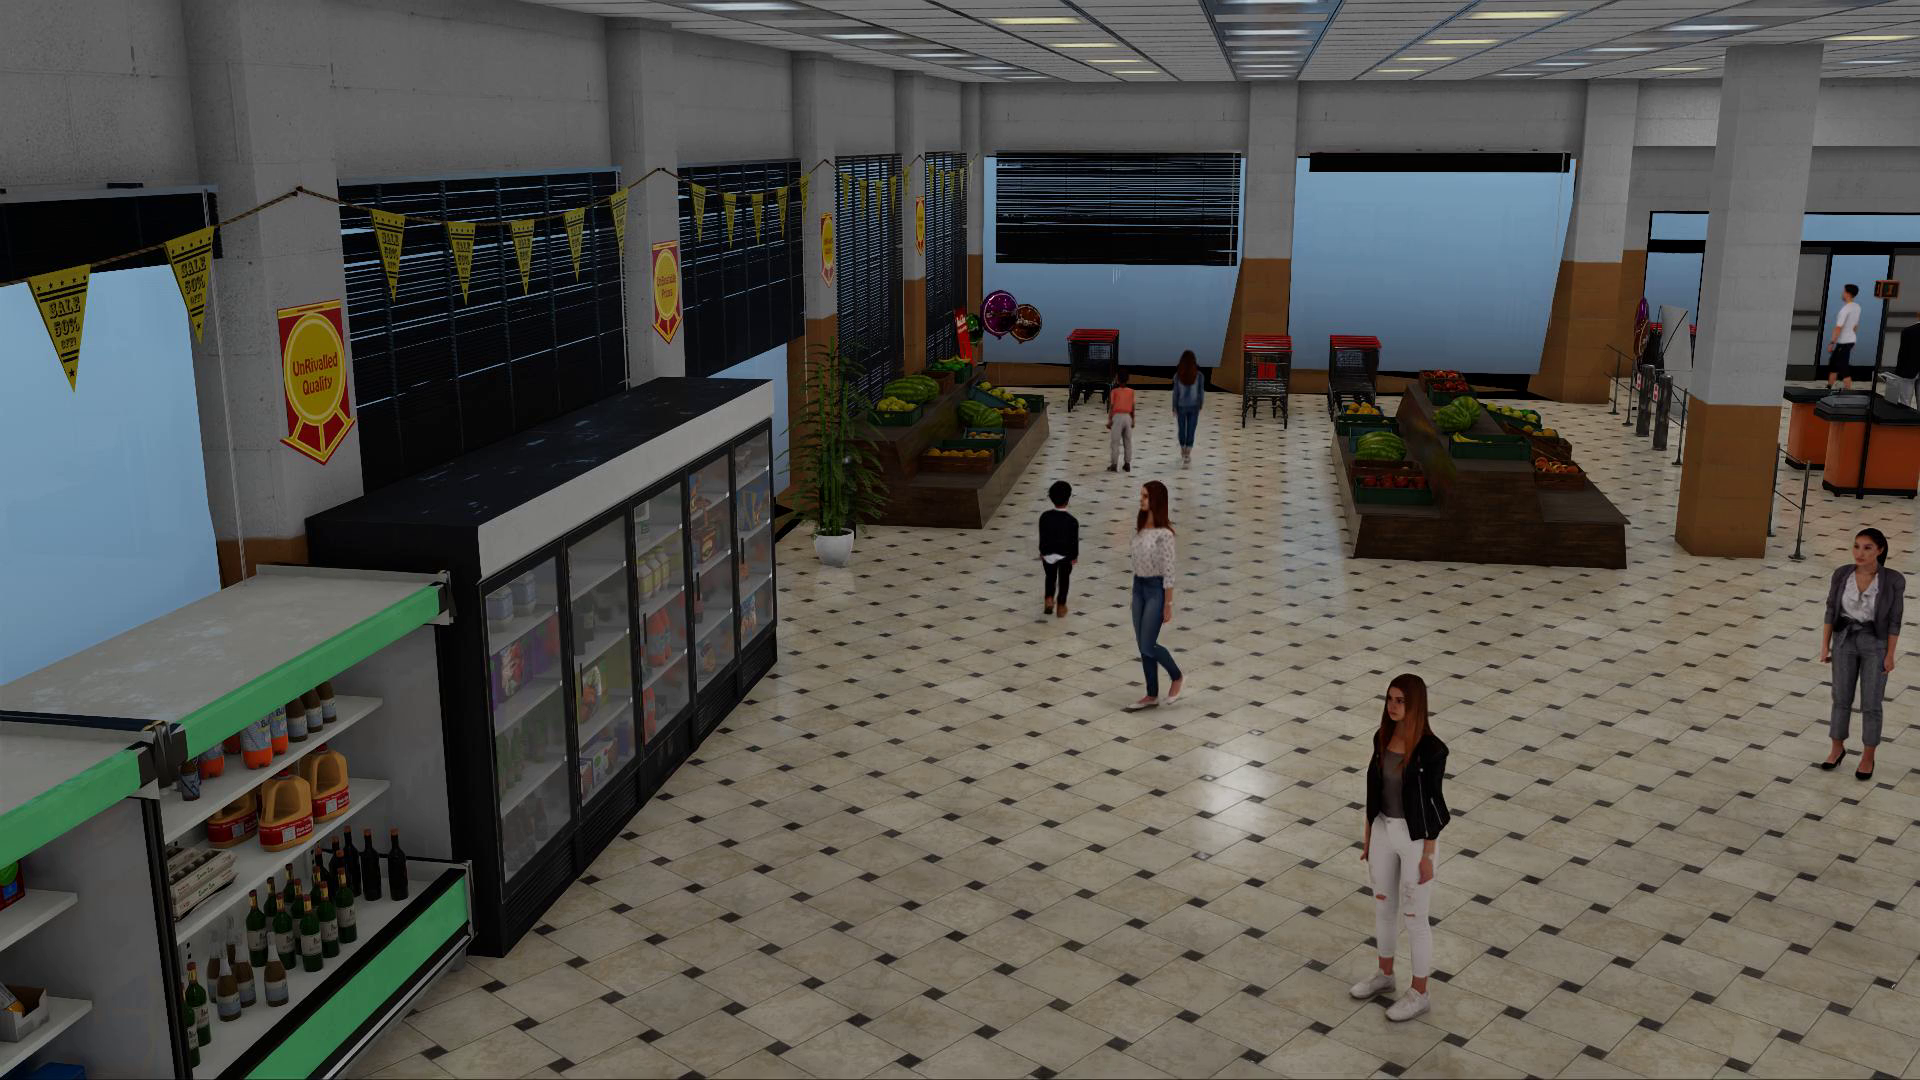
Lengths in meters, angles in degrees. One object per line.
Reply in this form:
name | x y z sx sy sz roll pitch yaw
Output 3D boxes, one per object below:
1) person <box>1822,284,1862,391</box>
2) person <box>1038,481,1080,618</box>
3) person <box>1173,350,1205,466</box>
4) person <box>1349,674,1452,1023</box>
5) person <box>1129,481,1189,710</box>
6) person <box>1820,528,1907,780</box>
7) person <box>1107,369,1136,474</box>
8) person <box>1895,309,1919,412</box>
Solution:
person | 14.298 -3.162 26.691 0.972 1.835 1.014 -12 18 -41
person | 0.848 0.098 14.565 0.530 1.217 0.618 4 14 15
person | 2.937 -1.680 21.405 0.559 1.447 0.996 2 14 9
person | 2.133 1.450 7.967 0.719 1.699 0.663 -10 17 -35
person | 1.478 0.411 12.207 0.817 1.720 0.761 -7 15 -25
person | 5.952 0.733 10.977 0.754 1.674 0.721 -13 19 -43
person | 2.047 -1.511 21.001 0.549 1.309 0.569 -3 14 -13
person | 13.318 -2.359 23.140 0.696 1.950 0.560 2 14 10
